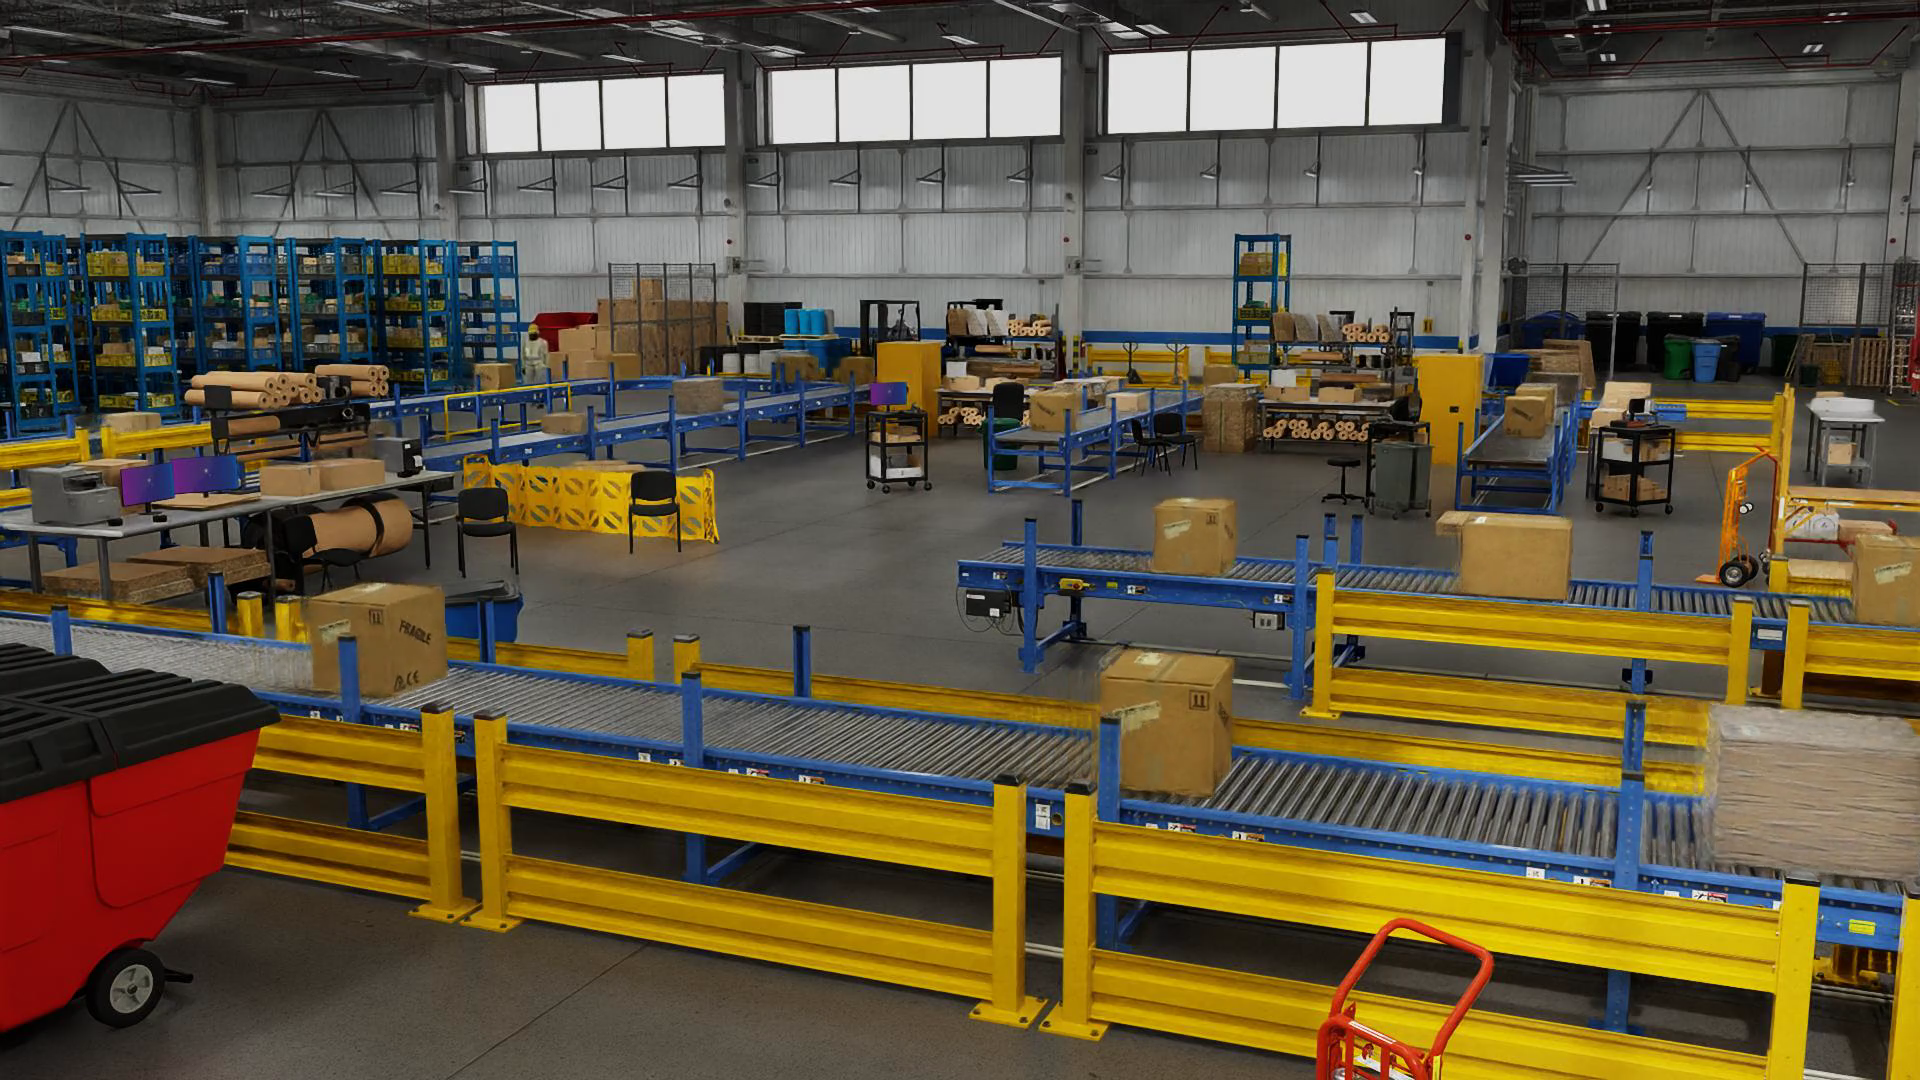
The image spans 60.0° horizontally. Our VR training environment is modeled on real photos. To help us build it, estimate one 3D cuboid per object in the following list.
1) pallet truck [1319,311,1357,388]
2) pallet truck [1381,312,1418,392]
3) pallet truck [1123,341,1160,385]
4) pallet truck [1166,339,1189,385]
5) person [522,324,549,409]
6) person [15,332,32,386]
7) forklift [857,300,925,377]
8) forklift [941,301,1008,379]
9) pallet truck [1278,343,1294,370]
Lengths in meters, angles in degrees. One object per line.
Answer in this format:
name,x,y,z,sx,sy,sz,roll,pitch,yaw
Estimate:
pallet truck,9.071,-4.419,39.190,0.823,1.965,1.885,5,10,26
pallet truck,10.207,-4.283,38.369,0.823,1.965,1.885,3,10,20
pallet truck,4.445,-4.380,41.279,0.680,1.201,1.601,4,10,22
pallet truck,5.418,-4.269,40.420,0.704,1.261,1.522,3,10,20
person,-8.970,-3.665,35.152,0.635,1.811,0.480,1,9,6
person,-19.571,-3.596,34.799,0.580,1.813,0.914,5,10,26
forklift,-1.732,-5.109,42.468,1.157,1.987,2.680,4,10,22
forklift,0.365,-4.966,41.571,1.157,1.987,2.680,3,10,20
pallet truck,7.886,-4.163,39.743,0.653,1.274,1.630,4,10,22
